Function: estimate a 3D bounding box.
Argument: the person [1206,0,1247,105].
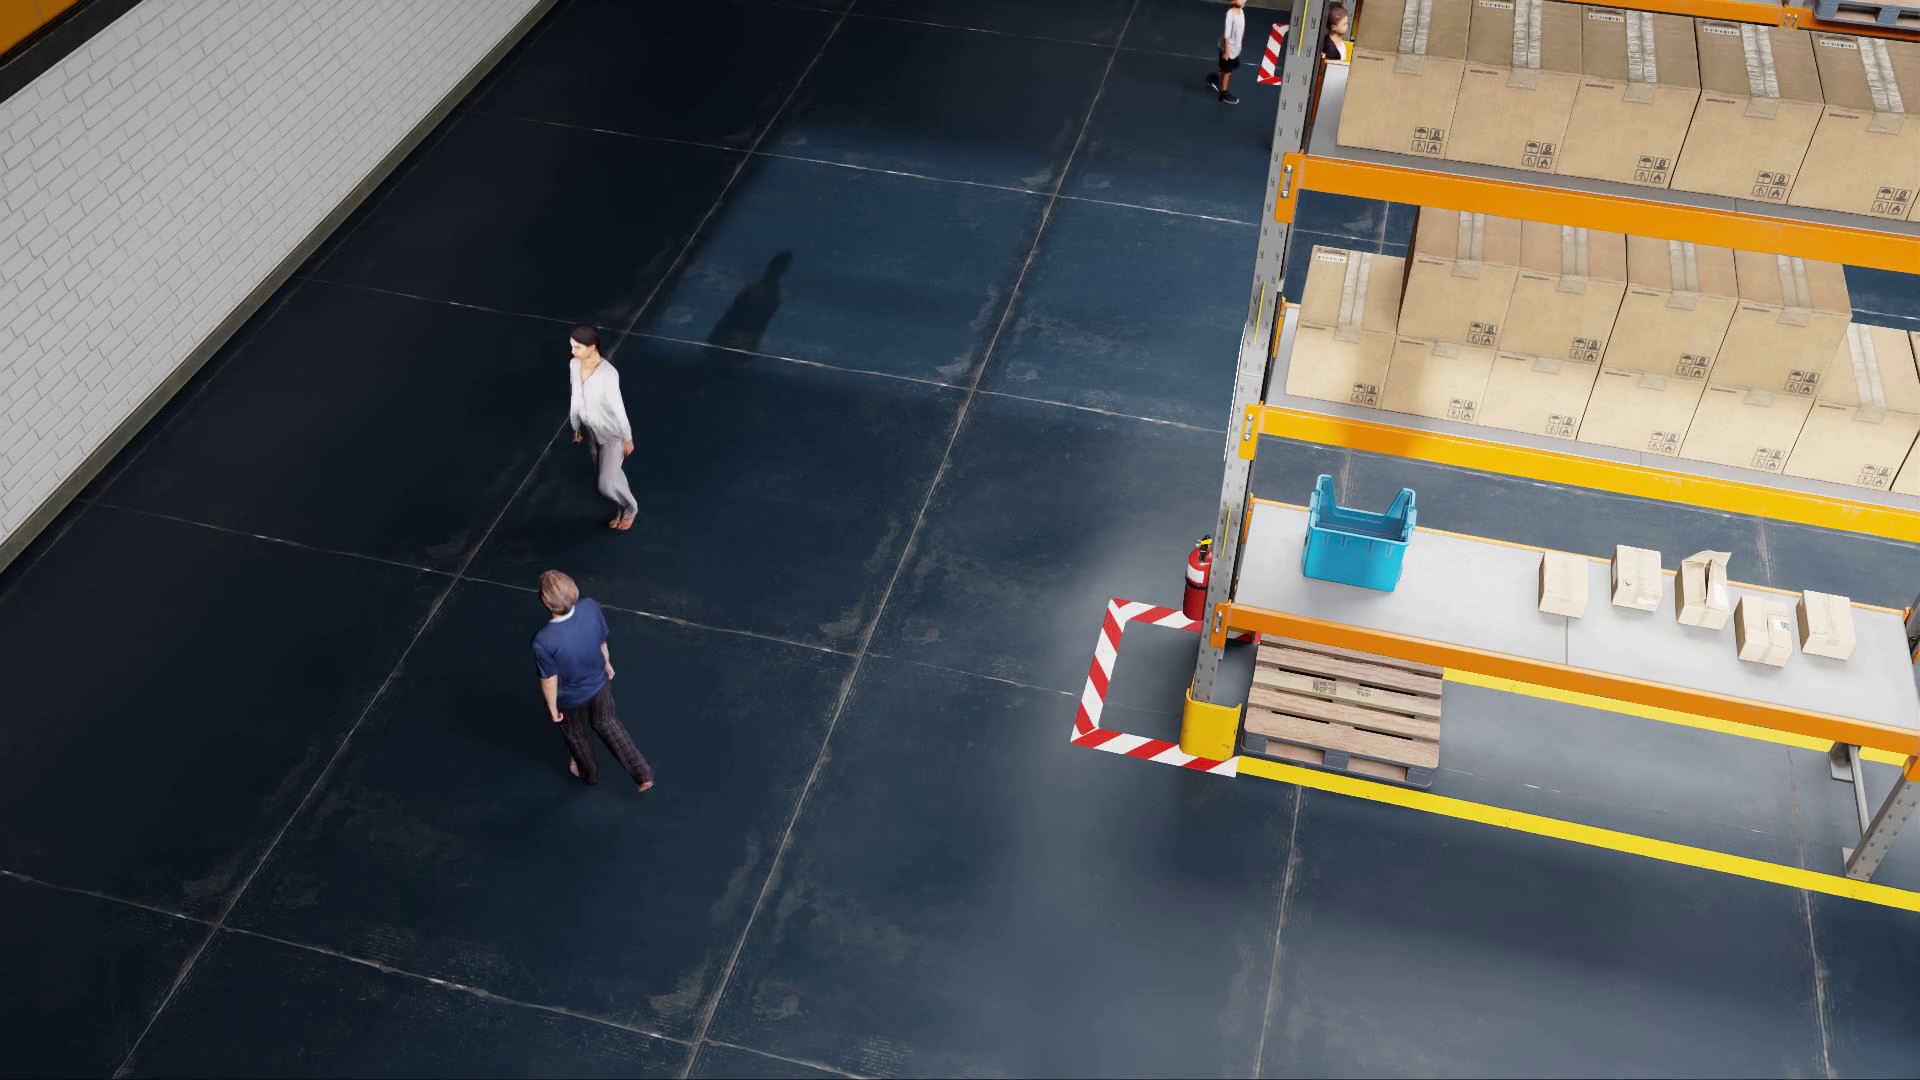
[{"bbox_3d":[2.605,-4.914,16.344,0.650,1.251,0.557,20,47,20],"label":"person"}]

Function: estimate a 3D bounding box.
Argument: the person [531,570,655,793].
[{"bbox_3d":[-2.175,0.909,9.794,1.057,1.853,0.915,31,52,29],"label":"person"}]

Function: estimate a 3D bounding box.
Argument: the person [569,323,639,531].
[{"bbox_3d":[-2.430,-0.810,11.668,0.672,1.758,0.766,25,49,24],"label":"person"}]

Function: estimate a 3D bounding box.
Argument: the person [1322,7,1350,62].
[{"bbox_3d":[3.344,-4.213,15.389,0.586,1.552,0.580,12,45,12],"label":"person"}]
